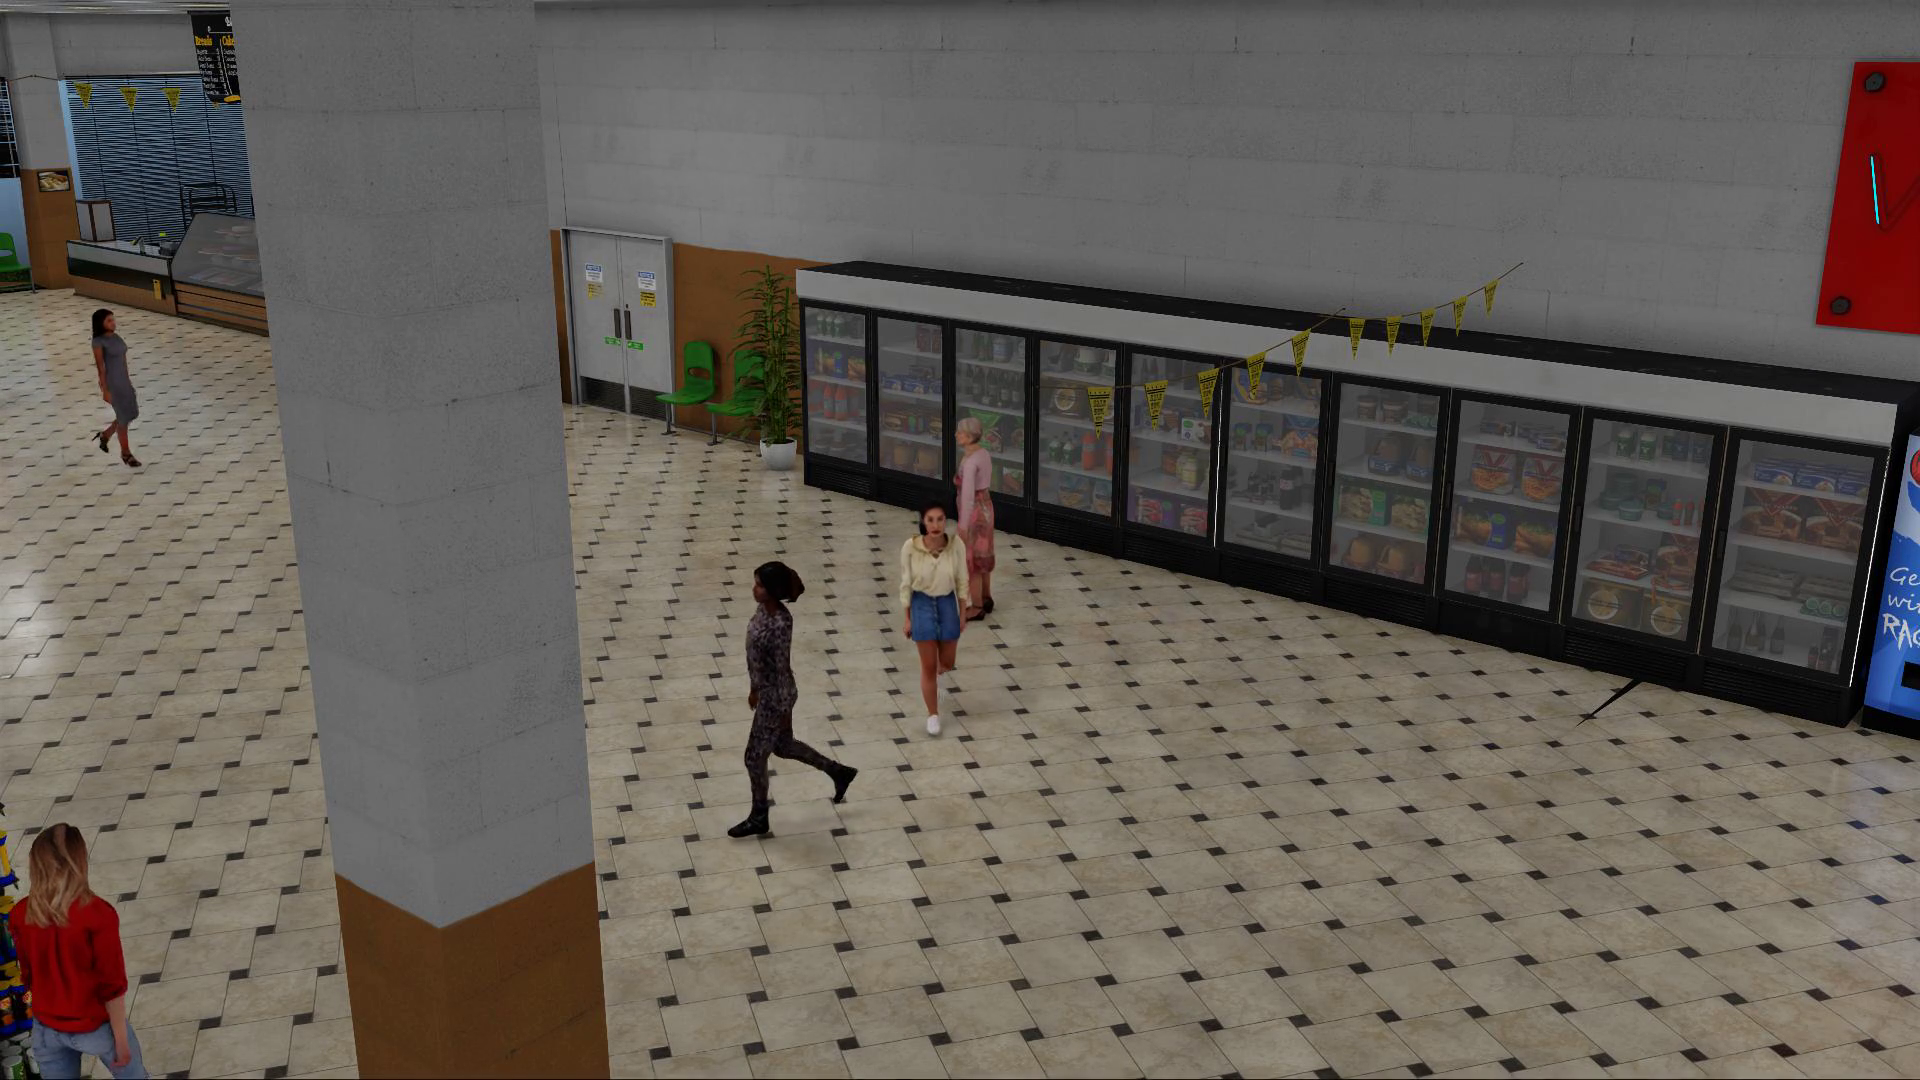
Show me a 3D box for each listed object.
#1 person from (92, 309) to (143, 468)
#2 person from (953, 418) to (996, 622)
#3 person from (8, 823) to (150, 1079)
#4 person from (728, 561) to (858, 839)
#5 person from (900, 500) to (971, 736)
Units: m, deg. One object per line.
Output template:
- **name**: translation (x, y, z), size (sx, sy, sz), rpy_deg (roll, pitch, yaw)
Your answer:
- **person**: translation (-9.363, -1.656, 18.281), size (0.880, 1.764, 0.850), rpy_deg (2, 17, 6)
- **person**: translation (0.132, -0.170, 13.518), size (0.744, 1.686, 0.625), rpy_deg (5, 18, 17)
- **person**: translation (-3.483, 1.974, 6.497), size (1.019, 1.664, 1.133), rpy_deg (1, 17, 2)
- **person**: translation (-1.023, 0.937, 9.868), size (1.128, 1.690, 0.937), rpy_deg (-6, 18, -18)
- **person**: translation (-0.183, 0.497, 11.442), size (0.960, 1.616, 1.010), rpy_deg (-2, 17, -7)
